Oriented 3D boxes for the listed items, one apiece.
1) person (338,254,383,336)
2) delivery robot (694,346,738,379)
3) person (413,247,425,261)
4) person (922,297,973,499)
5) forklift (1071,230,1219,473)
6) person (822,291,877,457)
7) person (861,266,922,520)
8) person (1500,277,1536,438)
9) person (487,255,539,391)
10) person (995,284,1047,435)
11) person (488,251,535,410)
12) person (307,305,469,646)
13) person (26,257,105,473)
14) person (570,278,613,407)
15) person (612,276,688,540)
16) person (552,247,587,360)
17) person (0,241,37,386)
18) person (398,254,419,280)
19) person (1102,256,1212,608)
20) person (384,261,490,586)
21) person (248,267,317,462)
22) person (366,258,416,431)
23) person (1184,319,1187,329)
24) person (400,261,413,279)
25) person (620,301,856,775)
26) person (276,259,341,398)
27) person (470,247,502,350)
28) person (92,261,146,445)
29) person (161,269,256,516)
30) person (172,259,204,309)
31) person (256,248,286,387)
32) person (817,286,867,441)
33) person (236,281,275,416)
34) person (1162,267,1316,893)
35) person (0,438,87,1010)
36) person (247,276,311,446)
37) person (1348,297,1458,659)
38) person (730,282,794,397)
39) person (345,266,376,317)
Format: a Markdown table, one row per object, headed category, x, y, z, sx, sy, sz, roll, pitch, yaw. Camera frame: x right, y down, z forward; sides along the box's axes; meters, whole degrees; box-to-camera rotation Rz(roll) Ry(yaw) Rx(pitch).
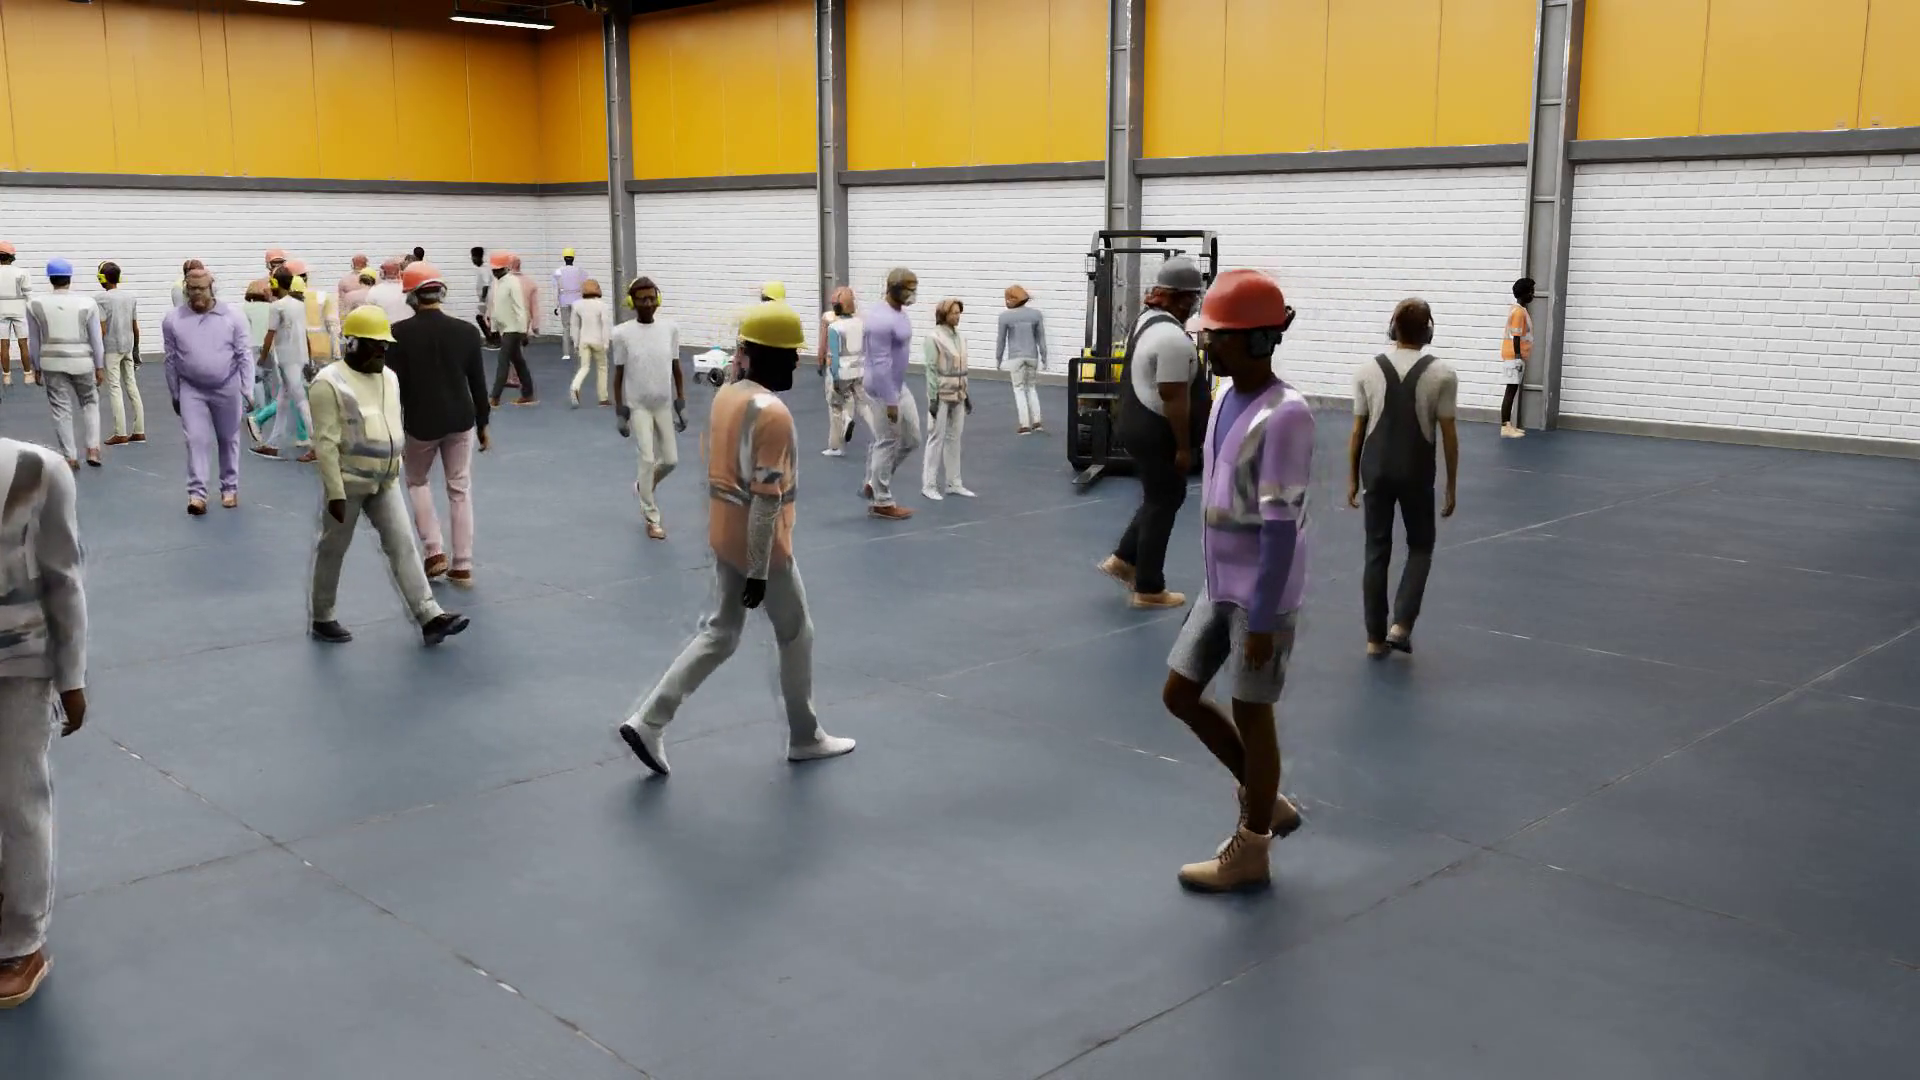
| category | x | y | z | sx | sy | sz | roll | pitch | yaw |
| --- | --- | --- | --- | --- | --- | --- | --- | --- | --- |
| person | -8.198 | -2.978 | 22.862 | 0.665 | 1.857 | 0.963 | -5 | 11 | -24 |
| delivery robot | -3.478 | -2.536 | 23.773 | 0.707 | 0.478 | 0.477 | 9 | 14 | 41 |
| person | -9.862 | -4.405 | 30.502 | 0.392 | 1.919 | 0.591 | 7 | 12 | 33 |
| person | -0.101 | -1.151 | 13.524 | 0.310 | 1.642 | 0.517 | 8 | 13 | 36 |
| forklift | 1.804 | -1.825 | 15.677 | 1.214 | 2.155 | 2.313 | 2 | 11 | 13 |
| person | -1.019 | -1.563 | 15.845 | 0.517 | 1.605 | 0.773 | -10 | 14 | -43 |
| person | -0.506 | -1.075 | 12.378 | 0.445 | 1.903 | 0.668 | 3 | 11 | 15 |
| person | 5.890 | -1.923 | 17.590 | 0.317 | 1.693 | 0.535 | 4 | 11 | 20 |
| person | -6.116 | -2.993 | 22.967 | 0.960 | 1.868 | 0.628 | 10 | 14 | 42 |
| person | 0.658 | -1.936 | 17.864 | 0.515 | 1.604 | 0.469 | -3 | 11 | -17 |
| person | -5.668 | -2.588 | 20.558 | 0.911 | 1.929 | 0.685 | -7 | 13 | -35 |
| person | -3.041 | -0.315 | 8.590 | 0.967 | 1.765 | 0.625 | 5 | 11 | 24 |
| person | -8.048 | -1.572 | 15.009 | 0.605 | 1.928 | 0.507 | -5 | 11 | -24 |
| person | -4.589 | -2.433 | 20.605 | 0.499 | 1.611 | 0.701 | 3 | 11 | 16 |
| person | -2.220 | -0.952 | 11.852 | 0.526 | 1.850 | 0.625 | -6 | 12 | -30 |
| person | -6.678 | -4.050 | 28.542 | 0.594 | 1.924 | 0.382 | -3 | 11 | -17 |
| person | -13.478 | -3.207 | 23.625 | 0.614 | 2.042 | 0.373 | -4 | 11 | -20 |
| person | -9.850 | -4.220 | 29.851 | 0.934 | 1.781 | 0.643 | -3 | 11 | -14 |
| person | 1.170 | -0.624 | 9.547 | 0.549 | 2.000 | 0.744 | -2 | 11 | -10 |
| person | -3.187 | -0.704 | 10.150 | 0.659 | 1.971 | 0.508 | -6 | 12 | -30 |
| person | -6.410 | -1.635 | 15.629 | 0.900 | 1.825 | 0.550 | 1 | 10 | 4 |
| person | -6.070 | -2.077 | 17.914 | 0.658 | 1.884 | 0.550 | -7 | 12 | -33 |
| person | 2.465 | -2.375 | 19.665 | 0.590 | 1.829 | 0.647 | -8 | 13 | -38 |
| person | -7.297 | -2.823 | 22.246 | 0.923 | 1.798 | 0.623 | 6 | 12 | 30 |
| person | -0.874 | 0.008 | 6.533 | 0.918 | 1.887 | 0.597 | -7 | 12 | -33 |
| person | -6.634 | -1.904 | 16.951 | 0.567 | 1.879 | 0.918 | -6 | 12 | -30 |
| person | -8.766 | -4.461 | 30.795 | 0.597 | 1.915 | 0.635 | -6 | 12 | -30 |
| person | -8.615 | -1.901 | 16.985 | 0.313 | 1.866 | 0.538 | 4 | 11 | 23 |
| person | -5.744 | -1.125 | 12.744 | 0.658 | 1.860 | 0.954 | -4 | 11 | -19 |
| person | -9.696 | -2.633 | 21.101 | 0.435 | 1.832 | 0.625 | 1 | 10 | 6 |
| person | -8.528 | -2.654 | 20.811 | 0.633 | 1.960 | 0.836 | -8 | 13 | -37 |
| person | -1.184 | -1.795 | 17.074 | 0.527 | 1.620 | 0.605 | -5 | 11 | -24 |
| person | -8.308 | -2.258 | 19.694 | 0.583 | 1.579 | 0.857 | -6 | 12 | -32 |
| person | 0.886 | 0.156 | 5.319 | 0.422 | 2.028 | 0.639 | -3 | 11 | -13 |
| person | -2.730 | 0.360 | 4.661 | 0.577 | 1.871 | 0.461 | -2 | 11 | -10 |
| person | -6.783 | -1.772 | 16.658 | 0.630 | 1.737 | 0.532 | -2 | 11 | -12 |
| person | 2.211 | -0.298 | 8.351 | 0.550 | 1.826 | 0.387 | 4 | 11 | 23 |
| person | -1.766 | -1.481 | 15.127 | 0.592 | 1.701 | 0.835 | -6 | 12 | -29 |
| person | -7.630 | -2.656 | 21.449 | 0.527 | 1.734 | 0.734 | -4 | 11 | -22 |
